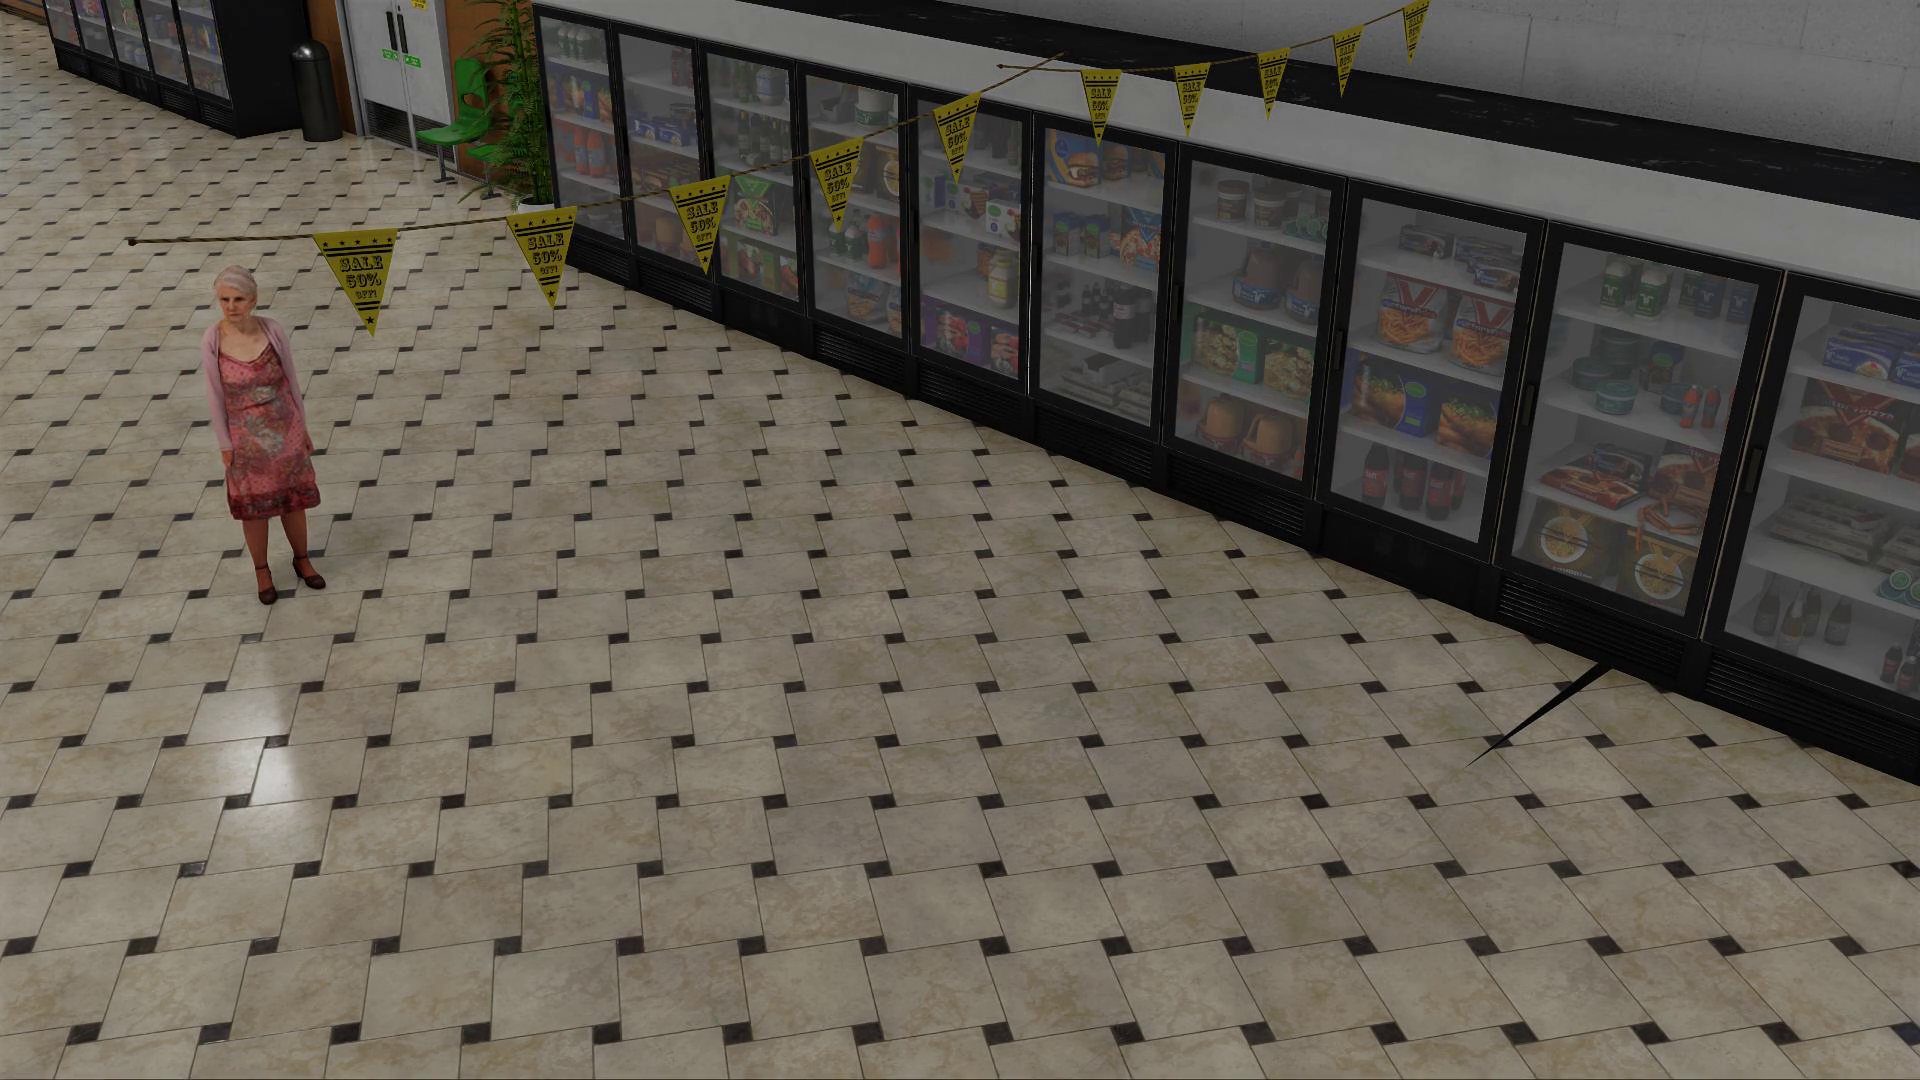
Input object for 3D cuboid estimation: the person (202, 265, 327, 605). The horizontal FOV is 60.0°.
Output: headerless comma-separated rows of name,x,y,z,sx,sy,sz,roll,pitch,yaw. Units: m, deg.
person,-3.401,-0.521,8.090,0.558,1.694,0.679,-18,32,-31
